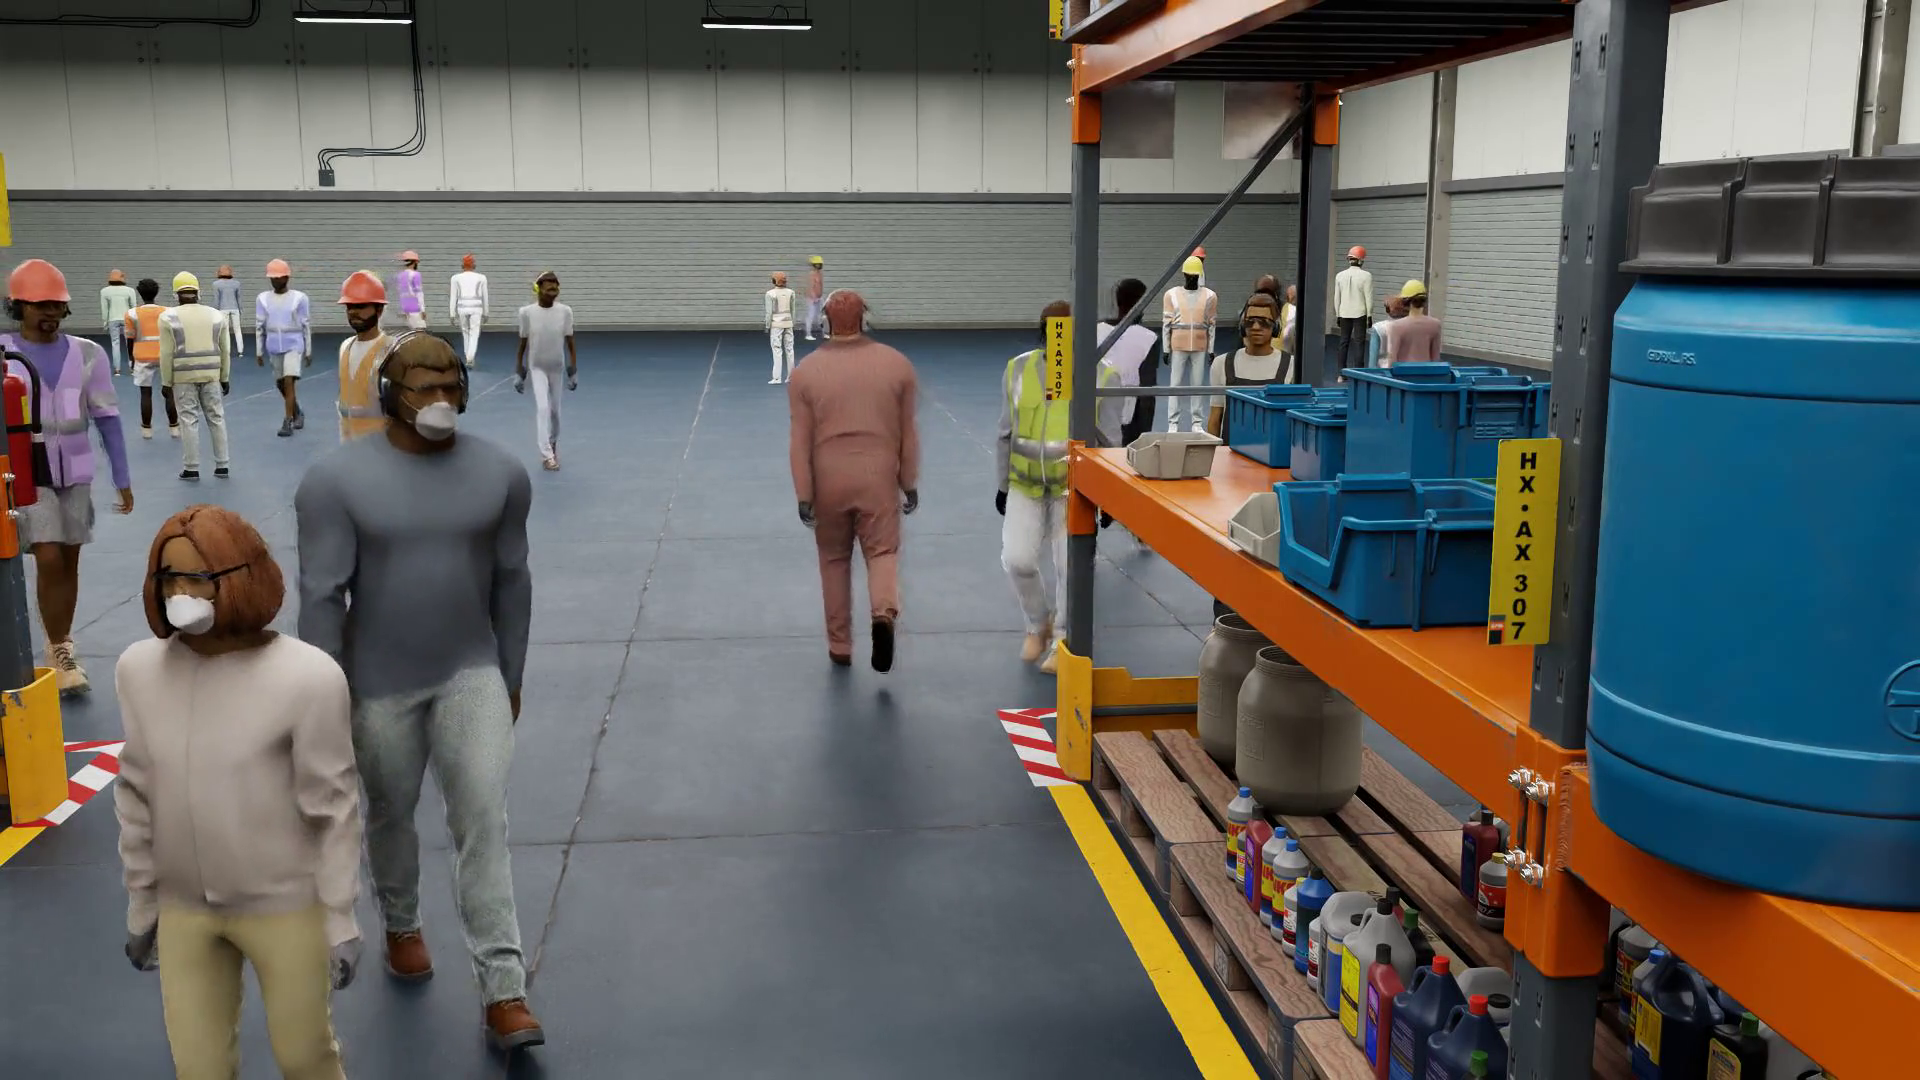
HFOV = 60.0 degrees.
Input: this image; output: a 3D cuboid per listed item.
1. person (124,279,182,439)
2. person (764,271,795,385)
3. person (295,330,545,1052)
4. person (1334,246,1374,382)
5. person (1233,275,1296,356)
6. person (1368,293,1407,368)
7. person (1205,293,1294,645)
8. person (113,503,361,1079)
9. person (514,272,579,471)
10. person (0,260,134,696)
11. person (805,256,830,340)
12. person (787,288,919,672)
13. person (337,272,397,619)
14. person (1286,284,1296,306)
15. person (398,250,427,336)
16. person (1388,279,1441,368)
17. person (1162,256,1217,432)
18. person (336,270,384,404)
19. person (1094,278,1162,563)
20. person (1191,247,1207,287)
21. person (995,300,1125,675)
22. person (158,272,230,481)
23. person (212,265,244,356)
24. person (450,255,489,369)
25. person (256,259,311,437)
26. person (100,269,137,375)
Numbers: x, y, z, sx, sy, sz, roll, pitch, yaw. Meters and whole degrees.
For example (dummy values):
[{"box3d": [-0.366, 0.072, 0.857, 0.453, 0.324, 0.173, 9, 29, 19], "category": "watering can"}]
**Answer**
[{"box3d": [-8.508, -1.904, 17.561, 0.534, 1.699, 0.322, -5, 11, -24], "category": "person"}, {"box3d": [-2.599, -3.067, 24.085, 0.514, 1.641, 0.309, -9, 14, -40], "category": "person"}, {"box3d": [-1.434, 0.386, 4.491, 0.648, 1.890, 1.014, -6, 12, -29], "category": "person"}, {"box3d": [5.773, -3.292, 24.342, 0.611, 1.996, 0.378, 9, 14, 42], "category": "person"}, {"box3d": [2.664, -1.368, 14.304, 0.644, 1.812, 0.643, 4, 11, 21], "category": "person"}, {"box3d": [4.141, -1.543, 15.821, 0.523, 1.599, 0.847, 0, 10, -2], "category": "person"}, {"box3d": [1.517, -0.344, 8.594, 0.506, 1.847, 0.345, 3, 11, 16], "category": "person"}, {"box3d": [-1.432, 0.733, 3.305, 0.501, 1.640, 0.339, 1, 10, 8], "category": "person"}, {"box3d": [-3.861, -1.584, 15.485, 0.581, 1.827, 0.883, -5, 11, -24], "category": "person"}, {"box3d": [-4.187, -0.281, 7.760, 0.793, 2.017, 0.647, 9, 13, 39], "category": "person"}, {"box3d": [-2.873, -4.979, 34.303, 0.783, 1.736, 0.550, 4, 11, 23], "category": "person"}, {"box3d": [-0.506, -0.273, 8.086, 0.652, 1.886, 0.707, -1, 10, -7], "category": "person"}, {"box3d": [-3.225, -0.490, 9.131, 0.550, 1.941, 0.347, 6, 12, 32], "category": "person"}, {"box3d": [3.545, -1.894, 17.672, 0.548, 1.624, 0.386, -1, 10, -3], "category": "person"}, {"box3d": [-9.102, -3.827, 27.507, 0.577, 1.913, 0.600, 9, 14, 42], "category": "person"}, {"box3d": [3.948, -1.389, 14.552, 0.530, 1.766, 0.322, -4, 11, -22], "category": "person"}, {"box3d": [2.466, -2.081, 17.892, 0.588, 1.927, 0.368, -1, 10, -3], "category": "person"}, {"box3d": [-7.442, -2.493, 20.708, 0.803, 1.711, 0.513, 0, 10, -2], "category": "person"}, {"box3d": [1.057, -0.778, 10.988, 0.625, 1.862, 1.023, 6, 12, 28], "category": "person"}, {"box3d": [4.452, -4.530, 31.287, 0.358, 1.938, 0.542, 7, 12, 33], "category": "person"}, {"box3d": [0.471, -0.248, 8.108, 0.658, 1.828, 0.446, 4, 11, 20], "category": "person"}, {"box3d": [-6.718, -1.432, 14.600, 0.403, 1.827, 0.599, 10, 14, 43], "category": "person"}, {"box3d": [-13.036, -4.074, 29.622, 0.501, 1.632, 0.280, -9, 14, -41], "category": "person"}, {"box3d": [-7.975, -3.697, 26.989, 0.621, 1.855, 0.891, -1, 10, -4], "category": "person"}, {"box3d": [-7.335, -2.103, 18.093, 0.555, 1.906, 0.912, -1, 10, -4], "category": "person"}, {"box3d": [-12.983, -3.363, 25.725, 0.503, 1.631, 0.282, -4, 11, -20], "category": "person"}]
